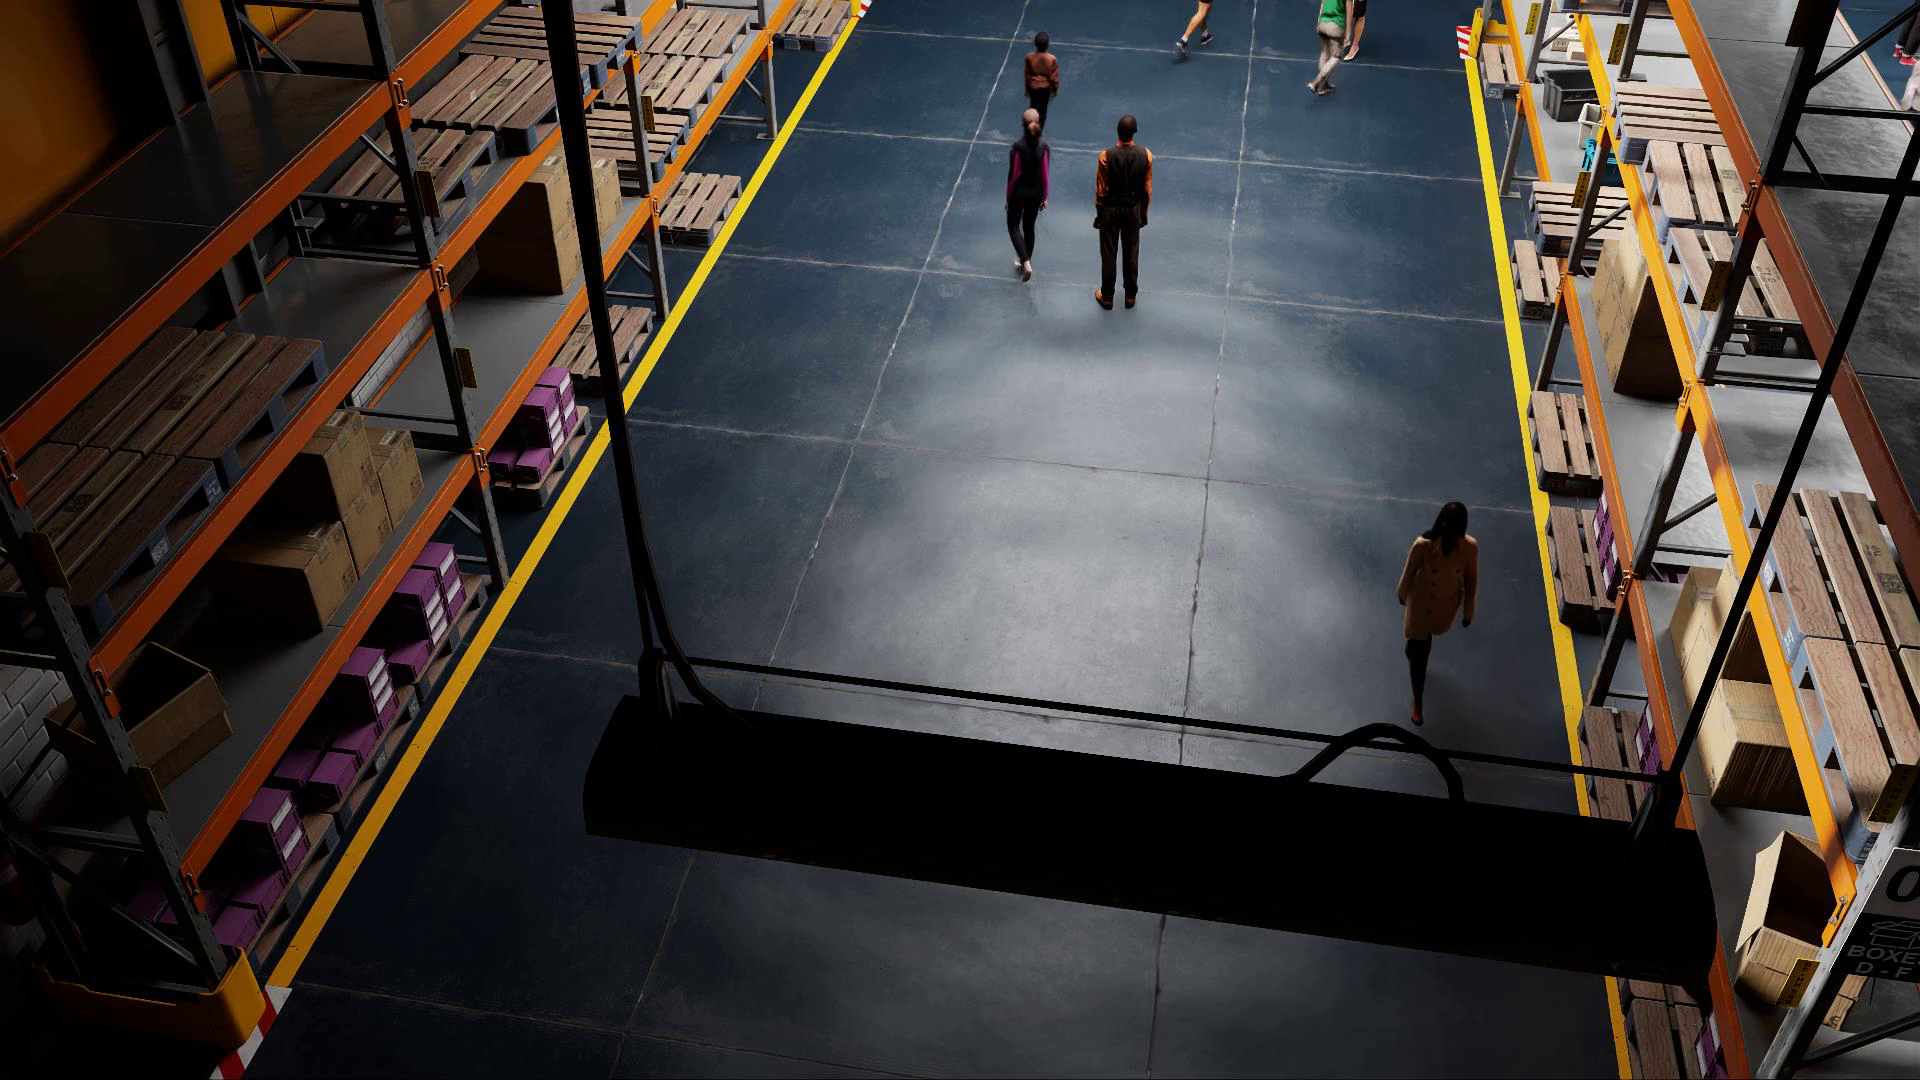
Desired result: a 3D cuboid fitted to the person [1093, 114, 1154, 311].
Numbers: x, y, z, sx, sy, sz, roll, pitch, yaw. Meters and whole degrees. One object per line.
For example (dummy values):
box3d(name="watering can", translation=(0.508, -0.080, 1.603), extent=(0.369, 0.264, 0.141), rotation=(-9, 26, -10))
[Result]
box3d(name="person", translation=(1.504, -3.051, 15.493), extent=(0.765, 1.908, 0.720), rotation=(-5, 39, -7))

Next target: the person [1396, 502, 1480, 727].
box3d(name="person", translation=(3.246, 0.374, 11.429), extent=(0.737, 1.628, 1.131), rotation=(2, 39, 3))

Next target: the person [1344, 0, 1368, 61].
box3d(name="person", translation=(4.829, -6.744, 20.238), extent=(0.757, 1.756, 0.675), rotation=(-20, 43, -23))

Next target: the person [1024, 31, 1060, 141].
box3d(name="person", translation=(0.874, -5.001, 18.469), extent=(0.538, 1.241, 0.606), rotation=(8, 39, 9))

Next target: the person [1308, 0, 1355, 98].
box3d(name="person", translation=(4.276, -5.903, 19.284), extent=(0.892, 1.634, 0.989), rotation=(30, 47, 32))

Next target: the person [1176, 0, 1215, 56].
box3d(name="person", translation=(2.935, -6.788, 20.306), extent=(1.204, 1.741, 1.038), rotation=(-31, 48, -33))

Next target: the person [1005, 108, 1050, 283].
box3d(name="person", translation=(0.652, -3.225, 15.855), extent=(0.799, 1.729, 0.960), rotation=(-10, 40, -13))
